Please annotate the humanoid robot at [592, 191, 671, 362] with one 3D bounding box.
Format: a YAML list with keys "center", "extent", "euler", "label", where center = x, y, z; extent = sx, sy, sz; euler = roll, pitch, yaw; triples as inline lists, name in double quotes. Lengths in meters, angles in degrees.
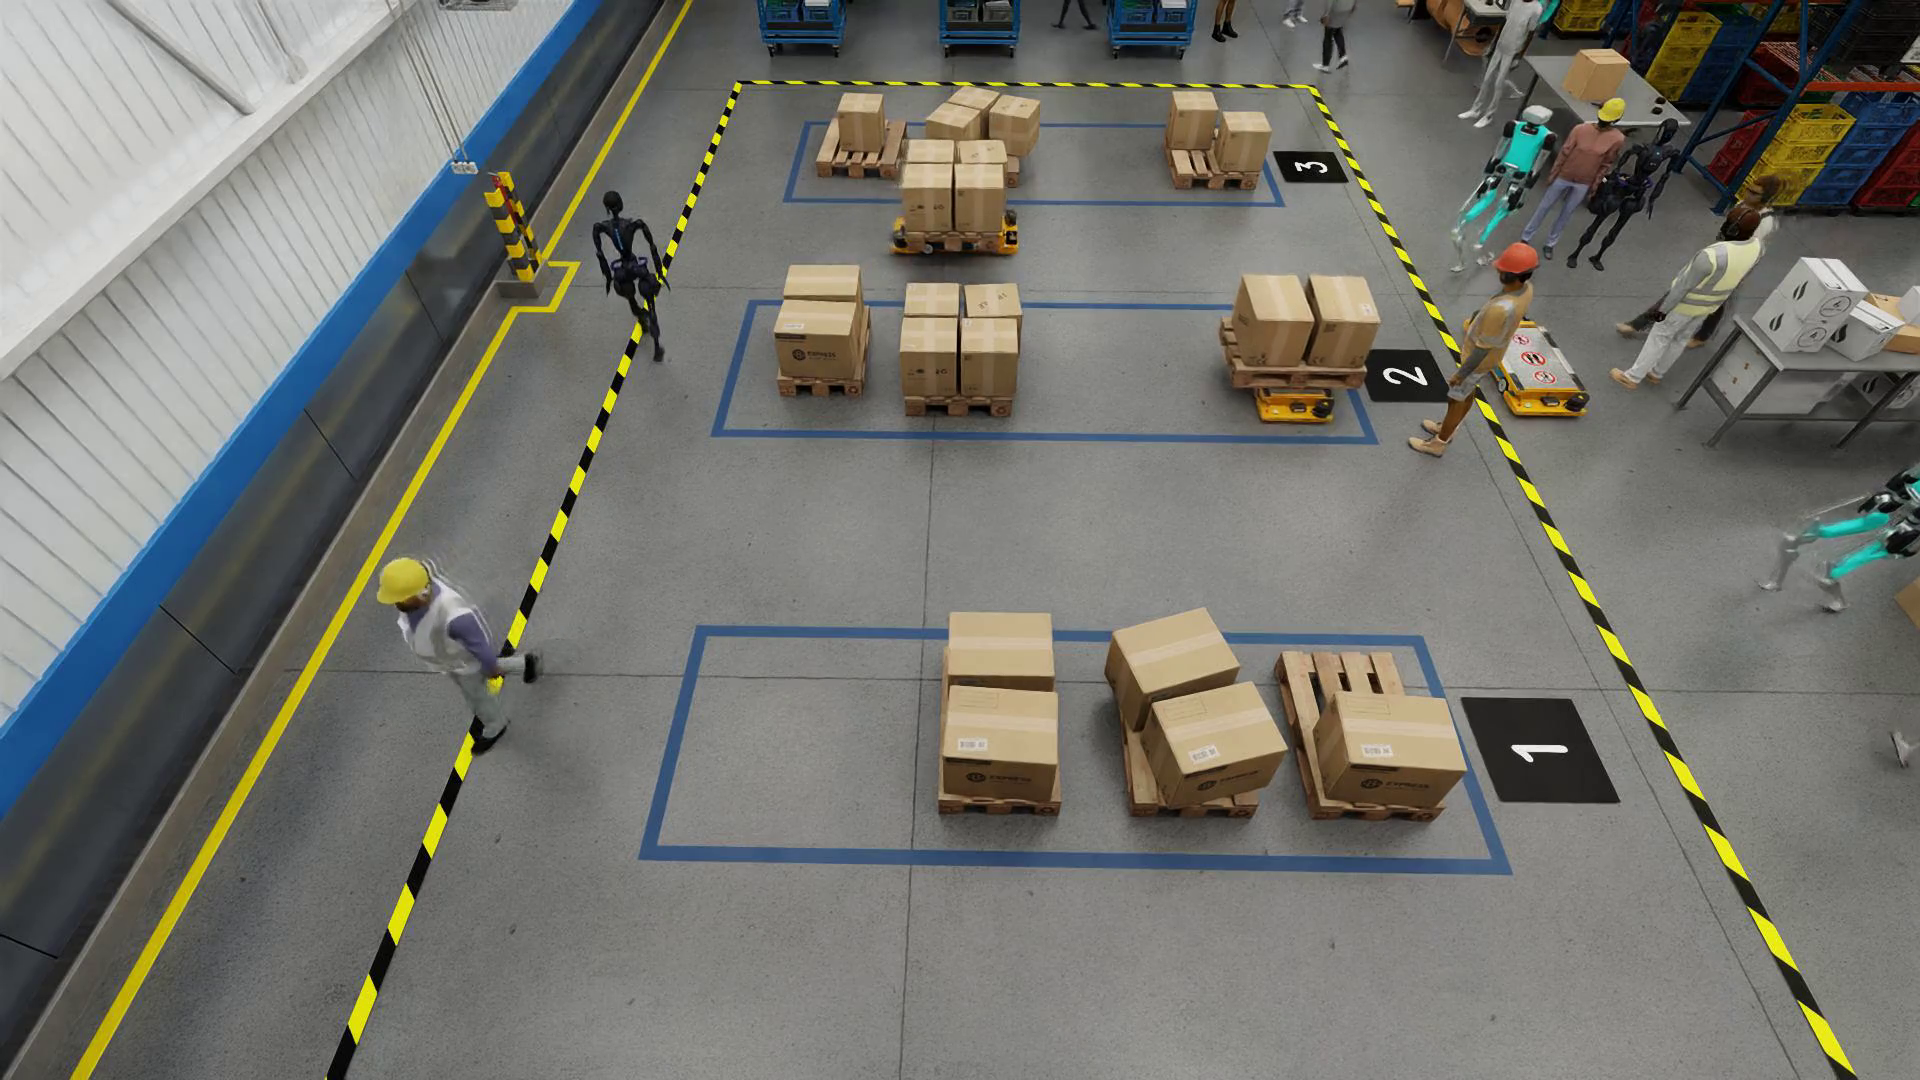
- center: [-3.153, -2.574, 8.858]
  extent: [0.613, 1.619, 0.781]
  euler: [-8, 50, -7]
  label: "humanoid robot"

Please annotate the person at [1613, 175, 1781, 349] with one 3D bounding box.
- center: [7.209, -2.615, 8.790]
  extent: [0.985, 1.790, 0.521]
  euler: [-2, 49, -2]
  label: "person"

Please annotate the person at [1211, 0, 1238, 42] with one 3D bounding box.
- center: [4.223, -8.671, 13.938]
  extent: [0.542, 1.933, 0.360]
  euler: [-30, 55, -23]
  label: "person"

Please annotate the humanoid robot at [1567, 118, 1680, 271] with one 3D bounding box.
- center: [7.108, -3.652, 9.753]
  extent: [0.599, 1.657, 0.315]
  euler: [10, 50, 8]
  label: "humanoid robot"

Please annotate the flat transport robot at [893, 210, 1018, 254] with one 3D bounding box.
- center: [-0.046, -3.583, 10.616]
  extent: [1.431, 0.197, 0.652]
  euler: [1, 49, 1]
  label: "flat transport robot"

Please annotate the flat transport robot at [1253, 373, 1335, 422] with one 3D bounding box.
- center: [3.171, -1.699, 8.985]
  extent: [0.652, 0.197, 1.431]
  euler: [1, 49, 1]
  label: "flat transport robot"

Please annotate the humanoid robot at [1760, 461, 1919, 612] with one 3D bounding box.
- center: [6.582, -0.102, 6.636]
  extent: [0.740, 1.763, 0.553]
  euler: [1, 49, 1]
  label: "humanoid robot"

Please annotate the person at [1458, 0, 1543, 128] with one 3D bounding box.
- center: [7.154, -6.399, 12.014]
  extent: [0.309, 1.868, 0.529]
  euler: [-17, 51, -14]
  label: "person"

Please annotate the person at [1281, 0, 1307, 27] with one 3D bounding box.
- center: [5.483, -9.049, 14.394]
  extent: [0.493, 1.738, 0.311]
  euler: [-34, 57, -26]
  label: "person"

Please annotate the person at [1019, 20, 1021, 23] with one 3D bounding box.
- center: [0.786, -9.212, 14.463]
  extent: [0.391, 1.846, 0.562]
  euler: [-4, 49, -3]
  label: "person"

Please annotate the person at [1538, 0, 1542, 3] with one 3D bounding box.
- center: [8.594, -8.373, 13.617]
  extent: [0.429, 2.029, 0.624]
  euler: [-15, 51, -13]
  label: "person"

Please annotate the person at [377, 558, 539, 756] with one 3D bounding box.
- center: [-3.212, 0.679, 5.921]
  extent: [0.599, 1.816, 0.666]
  euler: [29, 55, 23]
  label: "person"

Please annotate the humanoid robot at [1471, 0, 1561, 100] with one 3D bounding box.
- center: [7.613, -6.944, 12.568]
  extent: [0.966, 1.715, 0.560]
  euler: [33, 57, 25]
  label: "humanoid robot"

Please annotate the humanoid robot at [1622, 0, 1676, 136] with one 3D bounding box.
- center: [8.847, -6.154, 11.967]
  extent: [0.742, 1.651, 0.600]
  euler: [29, 55, 23]
  label: "humanoid robot"

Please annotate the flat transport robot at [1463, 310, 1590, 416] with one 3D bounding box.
- center: [5.573, -1.757, 9.054]
  extent: [0.659, 0.231, 1.431]
  euler: [1, 49, 1]
  label: "flat transport robot"

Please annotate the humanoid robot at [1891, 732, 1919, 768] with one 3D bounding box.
- center: [6.470, 1.146, 5.606]
  extent: [0.537, 1.778, 1.029]
  euler: [-6, 49, -5]
  label: "humanoid robot"

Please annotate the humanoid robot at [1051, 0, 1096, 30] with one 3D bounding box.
- center: [1.844, -8.816, 14.270]
  extent: [0.700, 1.619, 0.609]
  euler: [-4, 49, -4]
  label: "humanoid robot"

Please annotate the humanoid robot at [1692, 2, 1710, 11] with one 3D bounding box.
- center: [11.108, -8.131, 13.648]
  extent: [0.571, 1.642, 0.592]
  euler: [3, 49, 2]
  label: "humanoid robot"

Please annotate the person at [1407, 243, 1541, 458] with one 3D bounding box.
- center: [4.327, -1.551, 7.711]
  extent: [0.398, 2.032, 0.605]
  euler: [37, 58, 27]
  label: "person"

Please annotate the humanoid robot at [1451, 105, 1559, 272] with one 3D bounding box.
- center: [5.610, -3.587, 9.660]
  extent: [0.898, 1.753, 0.539]
  euler: [-32, 56, -24]
  label: "humanoid robot"

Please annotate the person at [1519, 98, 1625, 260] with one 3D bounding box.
- center: [6.641, -3.890, 9.913]
  extent: [0.523, 1.762, 0.326]
  euler: [21, 52, 17]
  label: "person"

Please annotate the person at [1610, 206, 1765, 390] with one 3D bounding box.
- center: [6.663, -2.165, 8.376]
  extent: [0.628, 1.835, 0.429]
  euler: [-11, 50, -10]
  label: "person"

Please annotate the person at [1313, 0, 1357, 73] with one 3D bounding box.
- center: [5.407, -7.609, 13.092]
  extent: [0.644, 1.818, 0.474]
  euler: [-25, 53, -20]
  label: "person"
